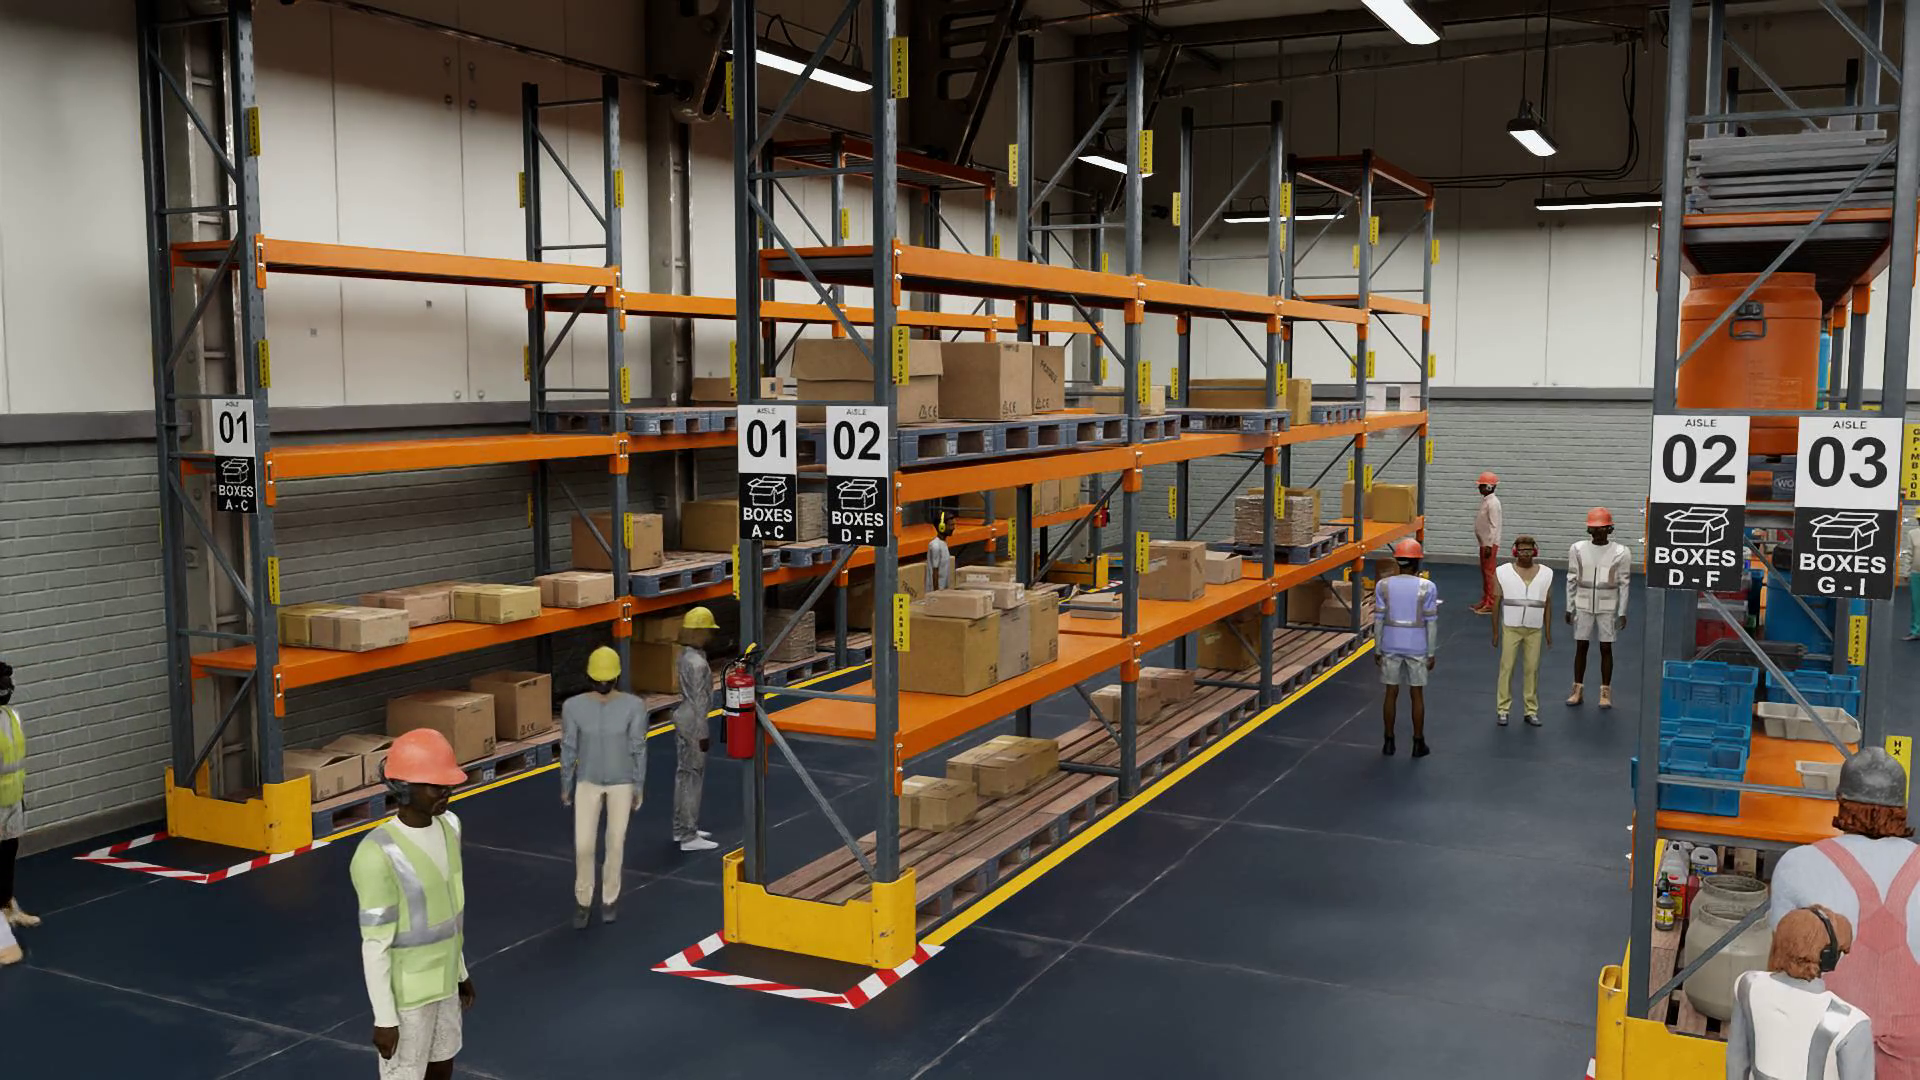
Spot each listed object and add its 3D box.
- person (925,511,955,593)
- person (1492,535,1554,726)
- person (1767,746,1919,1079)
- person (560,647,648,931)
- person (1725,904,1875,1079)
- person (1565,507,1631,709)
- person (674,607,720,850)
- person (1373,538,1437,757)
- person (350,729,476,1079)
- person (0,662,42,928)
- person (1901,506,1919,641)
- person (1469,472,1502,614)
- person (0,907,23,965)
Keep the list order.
[{"bbox_3d":[-0.223,0.611,18.429,0.333,1.862,0.507,1,6,8],"label":"person"},{"bbox_3d":[5.402,0.866,16.000,0.569,1.844,0.378,0,6,4],"label":"person"},{"bbox_3d":[3.369,1.772,6.257,0.688,2.000,0.539,1,6,13],"label":"person"},{"bbox_3d":[-2.180,1.515,10.204,0.541,1.733,0.535,-1,6,-13],"label":"person"},{"bbox_3d":[2.818,2.038,5.602,0.311,1.638,0.523,-3,7,-28],"label":"person"},{"bbox_3d":[6.436,0.684,16.819,0.605,2.045,0.379,3,7,30],"label":"person"},{"bbox_3d":[-1.884,1.342,11.925,0.343,1.733,0.480,-2,6,-22],"label":"person"},{"bbox_3d":[3.942,0.952,14.741,0.547,1.934,0.376,3,6,24],"label":"person"},{"bbox_3d":[-2.090,1.744,6.521,0.378,2.040,0.614,1,6,14],"label":"person"},{"bbox_3d":[-5.794,1.562,9.987,0.317,1.691,0.535,0,6,3],"label":"person"},{"bbox_3d":[12.043,0.422,20.755,0.336,1.760,0.534,-3,7,-27],"label":"person"},{"bbox_3d":[7.383,0.042,23.299,0.382,1.994,0.613,1,6,8],"label":"person"},{"bbox_3d":[-5.707,1.480,9.093,1.055,2.000,0.704,-5,8,-42],"label":"person"}]
